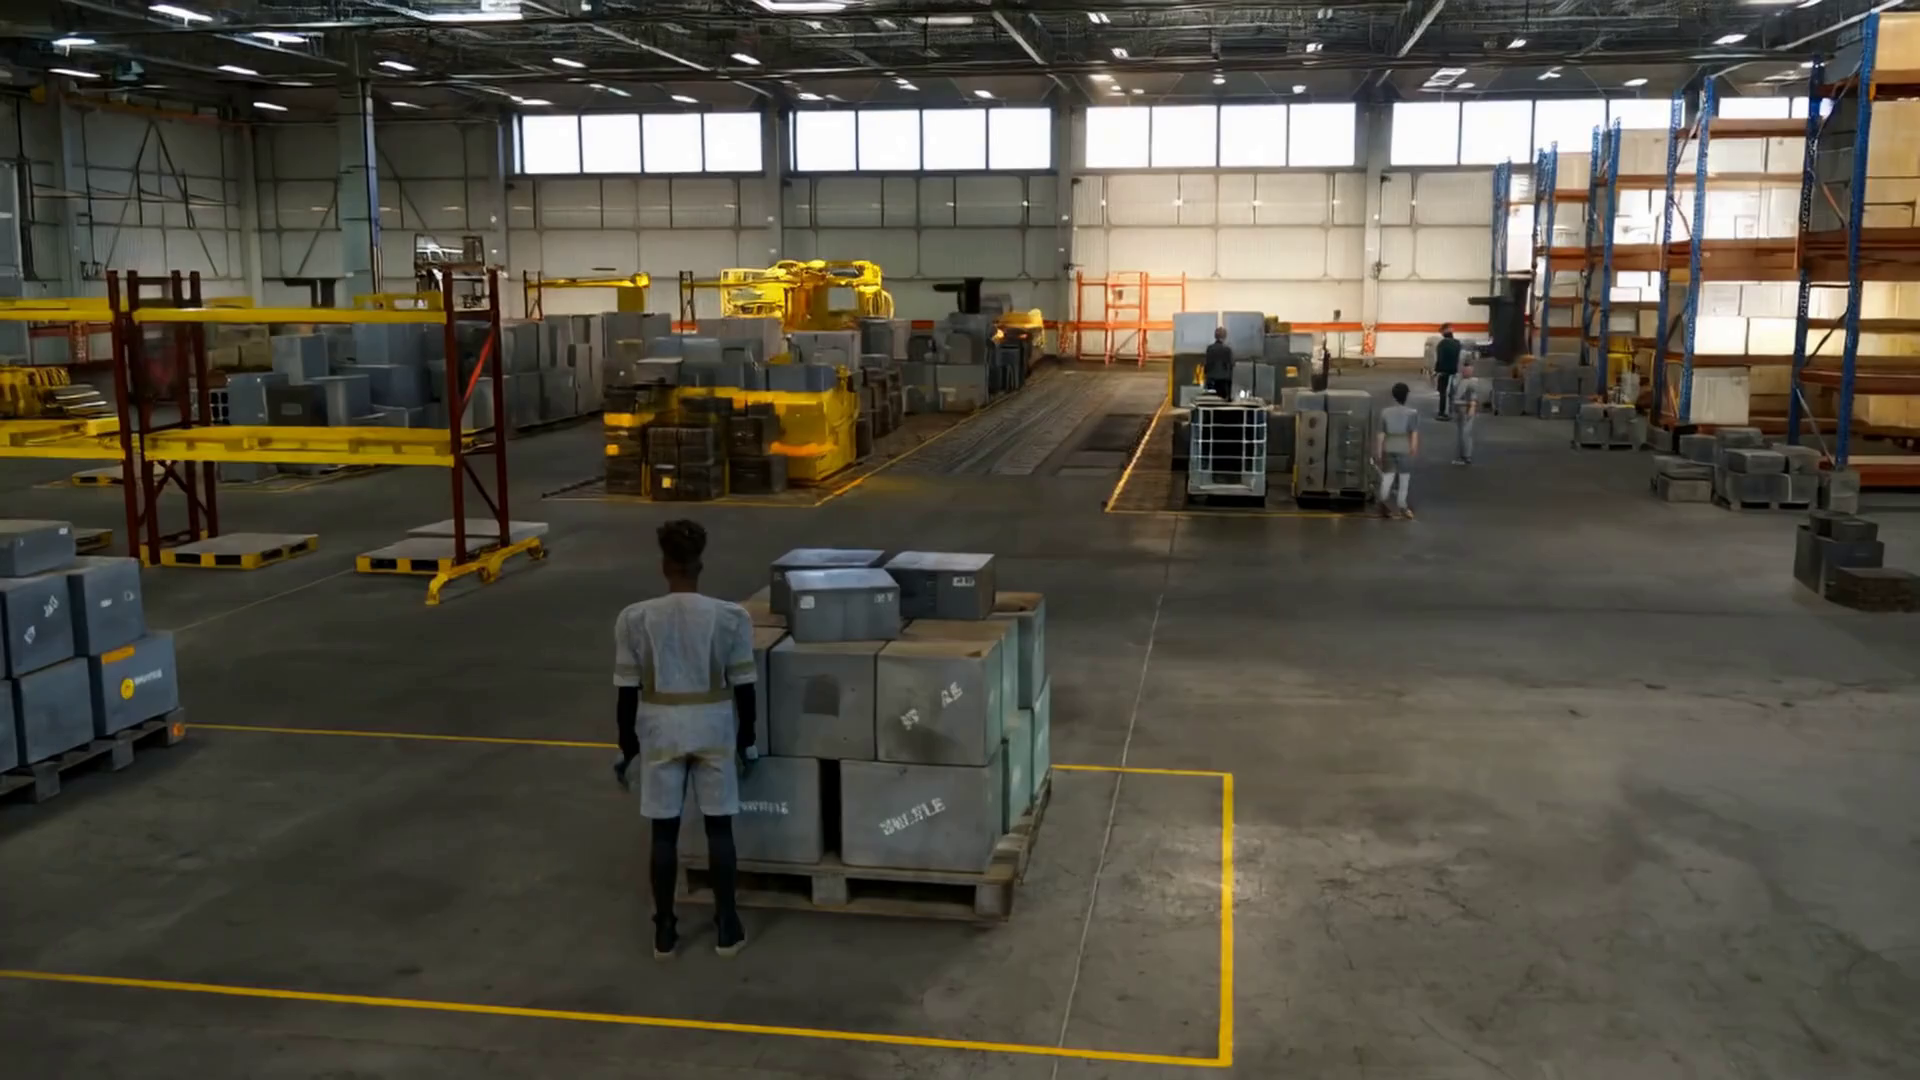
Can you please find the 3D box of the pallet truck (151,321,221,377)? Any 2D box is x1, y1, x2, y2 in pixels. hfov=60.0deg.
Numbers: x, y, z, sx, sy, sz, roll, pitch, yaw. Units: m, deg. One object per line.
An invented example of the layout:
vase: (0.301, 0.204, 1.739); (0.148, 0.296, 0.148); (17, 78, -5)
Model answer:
pallet truck: (-21.869, -5.598, 47.154); (0.823, 1.965, 1.885); (4, 10, 26)

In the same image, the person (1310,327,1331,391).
person: (7.134, -3.257, 32.966); (0.371, 1.915, 0.595); (-2, 10, -15)

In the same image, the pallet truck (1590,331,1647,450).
pallet truck: (11.253, -2.573, 28.499); (0.823, 1.965, 1.885); (5, 10, 27)

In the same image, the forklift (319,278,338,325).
forklift: (-16.429, -5.429, 43.396); (1.873, 2.768, 1.129); (-3, 10, -17)

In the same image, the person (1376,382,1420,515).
person: (5.363, -1.110, 20.466); (0.542, 1.670, 0.638); (5, 10, 28)

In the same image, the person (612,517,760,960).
person: (-1.218, 0.879, 7.341); (0.658, 1.957, 0.409); (-1, 9, -4)

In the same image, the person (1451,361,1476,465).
person: (7.907, -1.992, 26.049); (0.313, 1.631, 0.523); (0, 9, 0)

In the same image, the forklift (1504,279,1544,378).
forklift: (12.710, -4.557, 38.017); (1.873, 2.768, 1.129); (4, 10, 25)

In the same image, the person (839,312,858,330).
person: (-2.938, -5.093, 44.227); (0.352, 1.936, 0.635); (8, 12, 41)

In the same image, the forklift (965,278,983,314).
forklift: (0.374, -5.959, 46.667); (1.873, 2.768, 1.129); (1, 9, 9)

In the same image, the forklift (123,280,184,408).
forklift: (-18.101, -4.426, 37.210); (1.129, 2.768, 1.873); (-6, 11, -32)

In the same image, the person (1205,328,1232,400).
person: (4.952, -3.089, 31.893); (0.366, 1.931, 0.630); (-7, 12, -38)

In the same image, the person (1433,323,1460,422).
person: (9.736, -3.357, 33.339); (0.623, 1.992, 0.396); (-6, 11, -31)
